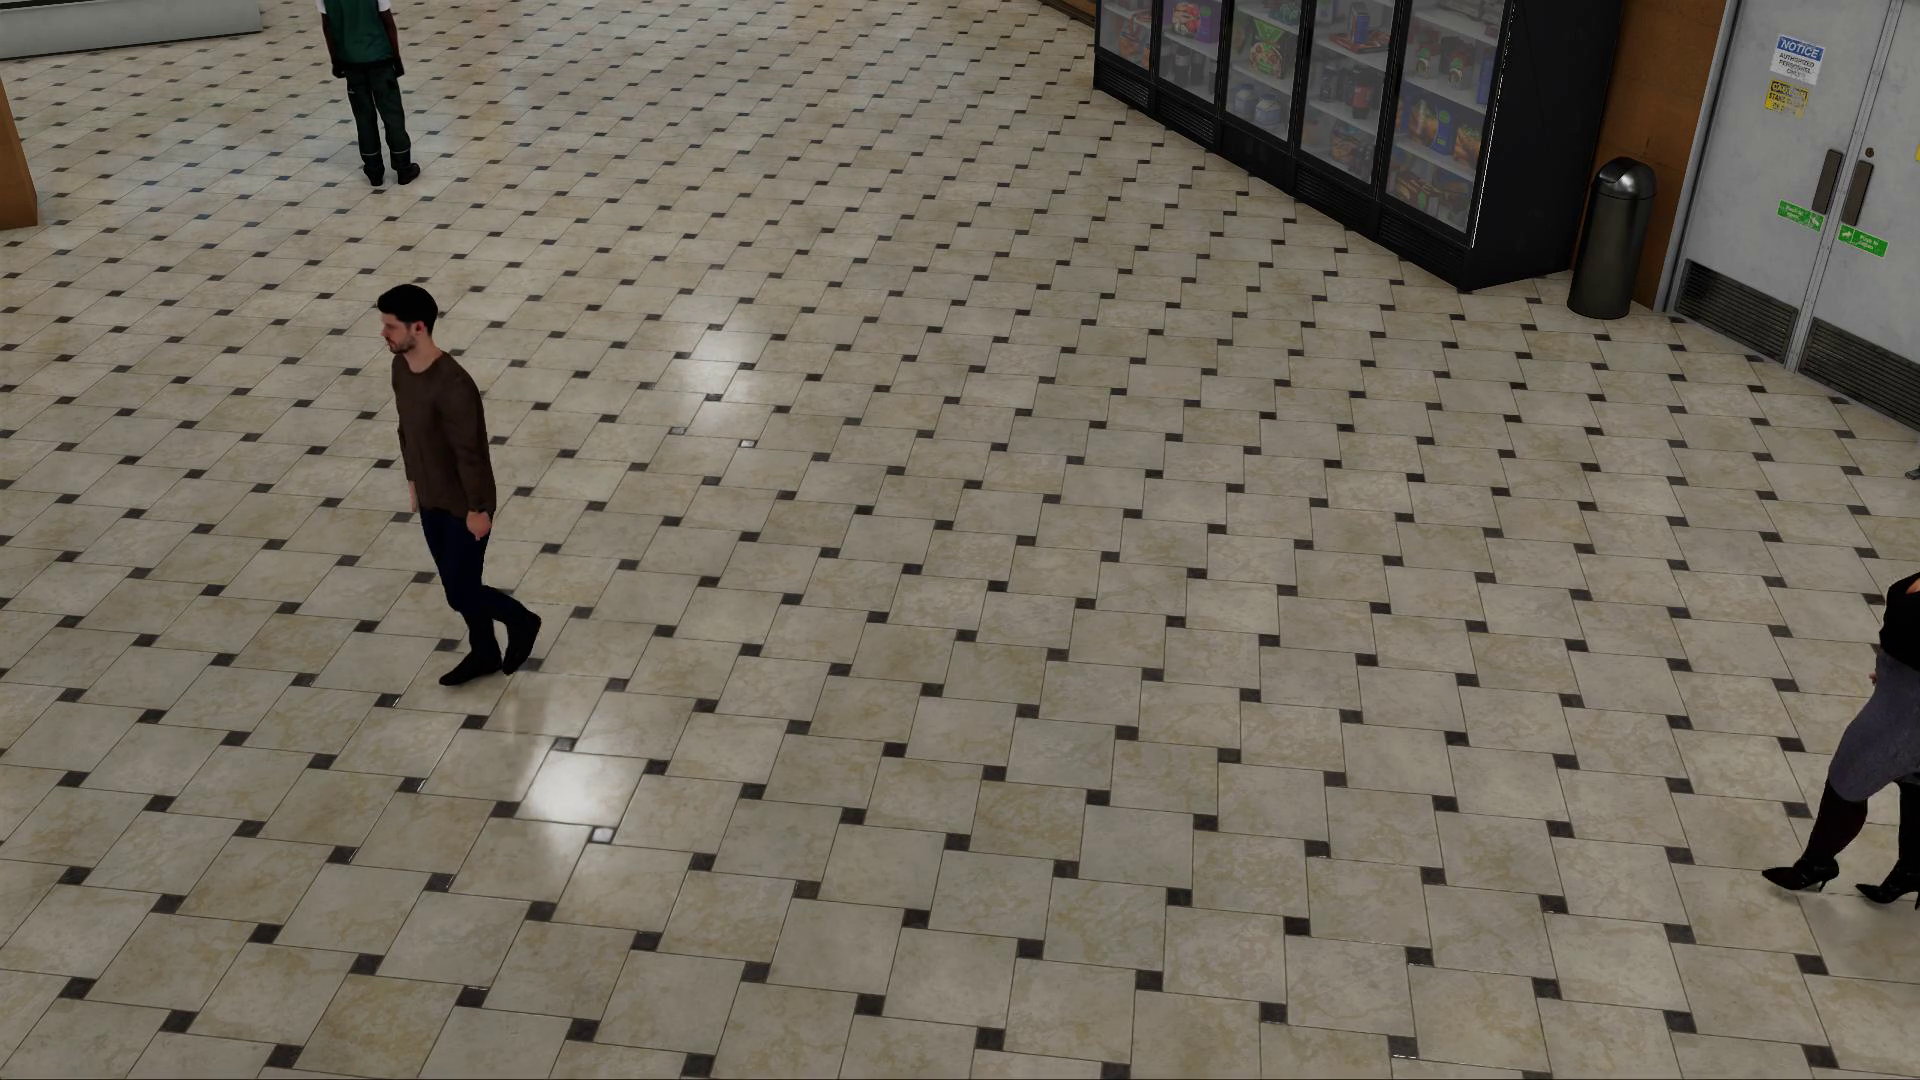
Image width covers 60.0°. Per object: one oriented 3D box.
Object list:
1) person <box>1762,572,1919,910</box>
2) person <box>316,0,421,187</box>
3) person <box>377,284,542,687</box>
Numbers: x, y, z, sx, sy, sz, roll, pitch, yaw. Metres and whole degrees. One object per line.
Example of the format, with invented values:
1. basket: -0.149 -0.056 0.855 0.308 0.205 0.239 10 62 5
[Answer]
1. person: 3.427 0.627 5.743 0.945 1.736 0.893 17 36 25
2. person: -4.406 -3.554 12.365 0.668 1.838 0.821 -3 32 -5
3. person: -2.047 -0.211 6.959 0.782 1.874 0.825 26 40 35
